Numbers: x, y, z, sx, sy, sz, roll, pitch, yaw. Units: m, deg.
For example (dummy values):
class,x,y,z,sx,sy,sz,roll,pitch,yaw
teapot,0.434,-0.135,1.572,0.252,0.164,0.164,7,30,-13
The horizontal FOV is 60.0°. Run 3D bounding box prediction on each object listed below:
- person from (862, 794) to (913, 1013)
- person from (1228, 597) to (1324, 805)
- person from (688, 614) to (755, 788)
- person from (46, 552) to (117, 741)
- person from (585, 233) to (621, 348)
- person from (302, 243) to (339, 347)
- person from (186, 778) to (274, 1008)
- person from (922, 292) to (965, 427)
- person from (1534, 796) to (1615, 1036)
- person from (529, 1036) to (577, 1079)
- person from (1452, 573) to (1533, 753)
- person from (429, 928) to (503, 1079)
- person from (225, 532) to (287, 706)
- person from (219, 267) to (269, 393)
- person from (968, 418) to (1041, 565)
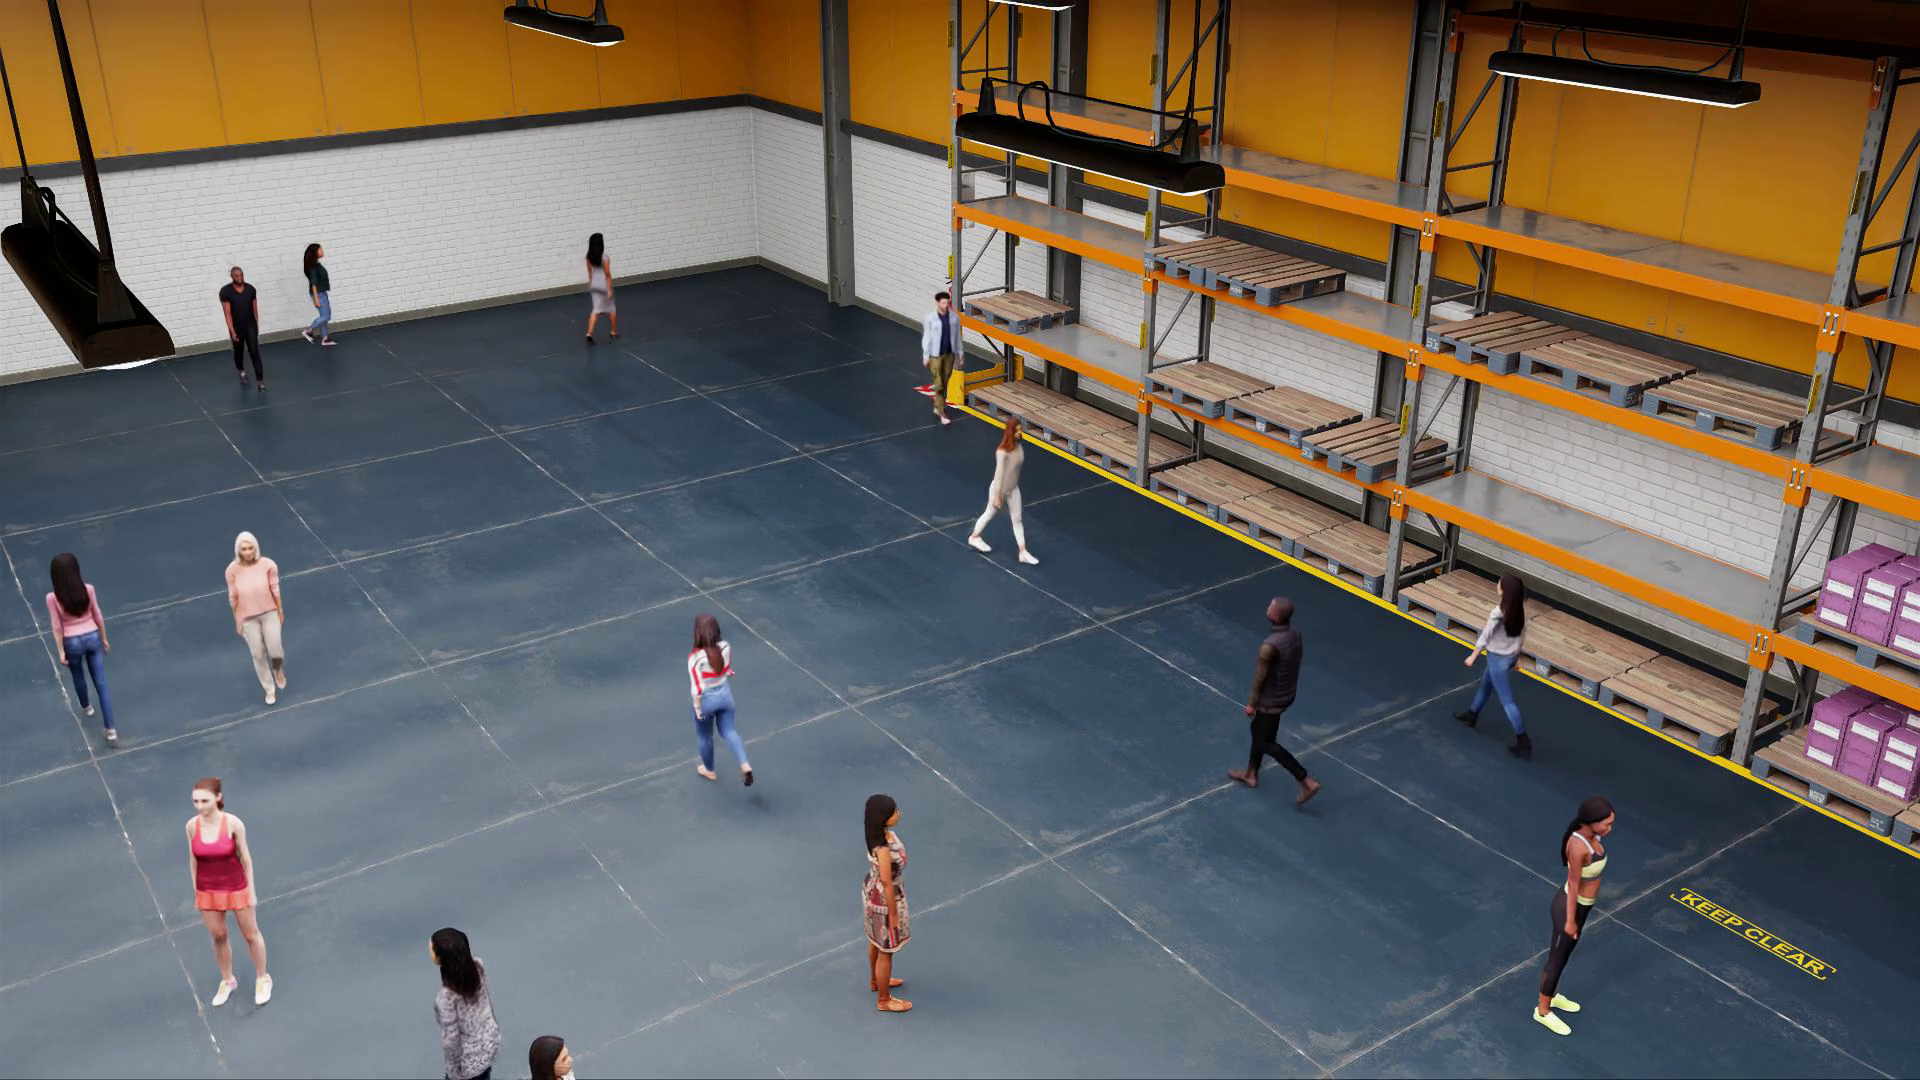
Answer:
class,x,y,z,sx,sy,sz,roll,pitch,yaw
person,-0.525,2.453,11.364,0.776,1.645,0.605,-6,24,-13
person,2.647,1.346,13.686,1.210,1.814,0.958,15,28,31
person,-2.005,1.366,13.908,0.637,1.599,0.942,-19,30,-37
person,-7.721,0.973,14.693,0.591,1.690,1.149,-17,29,-33
person,-5.571,-3.806,25.561,1.099,1.743,1.054,8,25,18
person,-9.947,-3.762,25.627,0.793,1.609,0.774,-6,24,-14
person,-5.019,2.392,11.369,0.655,1.753,0.683,-2,24,-5
person,-0.278,-2.501,22.521,0.792,1.786,1.019,-12,26,-25
person,4.102,2.476,11.174,0.628,1.756,0.632,14,27,29
person,-2.207,3.425,8.998,0.923,1.758,0.946,-2,24,-4
person,4.799,1.105,14.518,0.695,1.589,1.095,-19,30,-37
person,-2.825,3.061,9.883,0.956,1.718,0.864,9,25,19
person,-6.487,0.671,15.356,0.670,1.713,0.715,-10,25,-21
person,-10.254,-3.005,23.698,0.683,1.767,1.245,-16,28,-32
person,0.415,-0.560,18.233,1.222,1.663,0.850,15,28,31
